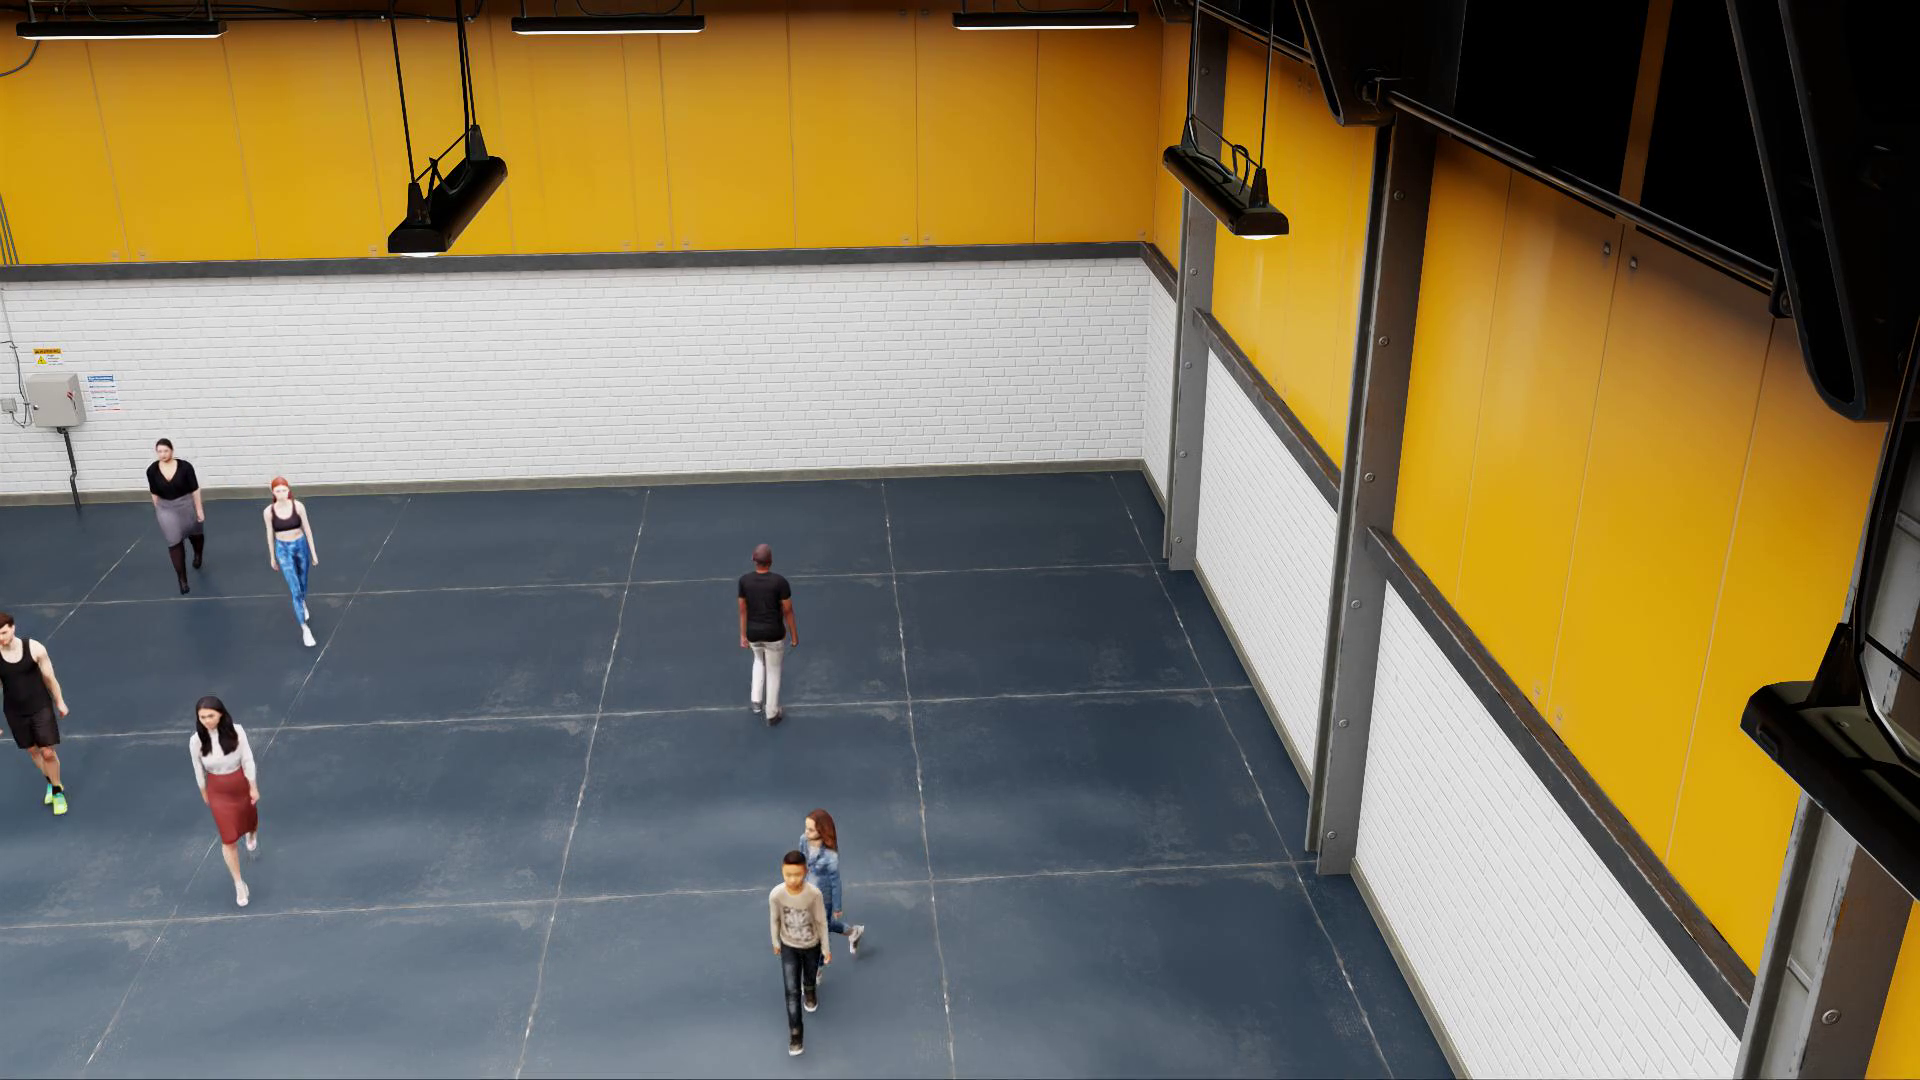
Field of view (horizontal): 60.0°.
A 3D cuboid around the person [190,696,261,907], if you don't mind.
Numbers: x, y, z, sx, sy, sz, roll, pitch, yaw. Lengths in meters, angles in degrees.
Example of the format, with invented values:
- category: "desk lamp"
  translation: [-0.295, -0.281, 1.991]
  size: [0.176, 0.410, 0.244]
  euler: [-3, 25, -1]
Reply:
- category: "person"
  translation: [-5.755, 1.988, 13.177]
  size: [0.798, 1.723, 1.109]
  euler: [-9, 25, -20]

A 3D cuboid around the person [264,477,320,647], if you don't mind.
- category: "person"
  translation: [-6.948, 0.162, 17.325]
  size: [0.940, 1.747, 1.264]
  euler: [-13, 27, -27]

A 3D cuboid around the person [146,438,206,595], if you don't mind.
- category: "person"
  translation: [-8.648, -0.327, 18.476]
  size: [0.841, 1.721, 1.156]
  euler: [-8, 25, -18]

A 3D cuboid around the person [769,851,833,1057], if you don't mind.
- category: "person"
  translation: [-1.110, 2.791, 11.707]
  size: [0.577, 1.430, 0.987]
  euler: [-3, 24, -6]

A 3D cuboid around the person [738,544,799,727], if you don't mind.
- category: "person"
  translation: [-1.830, 0.929, 15.512]
  size: [0.767, 1.794, 0.773]
  euler: [6, 24, 14]

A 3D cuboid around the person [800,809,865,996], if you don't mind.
- category: "person"
  translation: [-0.968, 2.577, 12.163]
  size: [0.911, 1.457, 0.919]
  euler: [-19, 30, -37]

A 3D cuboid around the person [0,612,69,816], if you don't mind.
- category: "person"
  translation: [-7.991, 1.412, 14.315]
  size: [0.799, 1.869, 0.856]
  euler: [-7, 25, -16]
